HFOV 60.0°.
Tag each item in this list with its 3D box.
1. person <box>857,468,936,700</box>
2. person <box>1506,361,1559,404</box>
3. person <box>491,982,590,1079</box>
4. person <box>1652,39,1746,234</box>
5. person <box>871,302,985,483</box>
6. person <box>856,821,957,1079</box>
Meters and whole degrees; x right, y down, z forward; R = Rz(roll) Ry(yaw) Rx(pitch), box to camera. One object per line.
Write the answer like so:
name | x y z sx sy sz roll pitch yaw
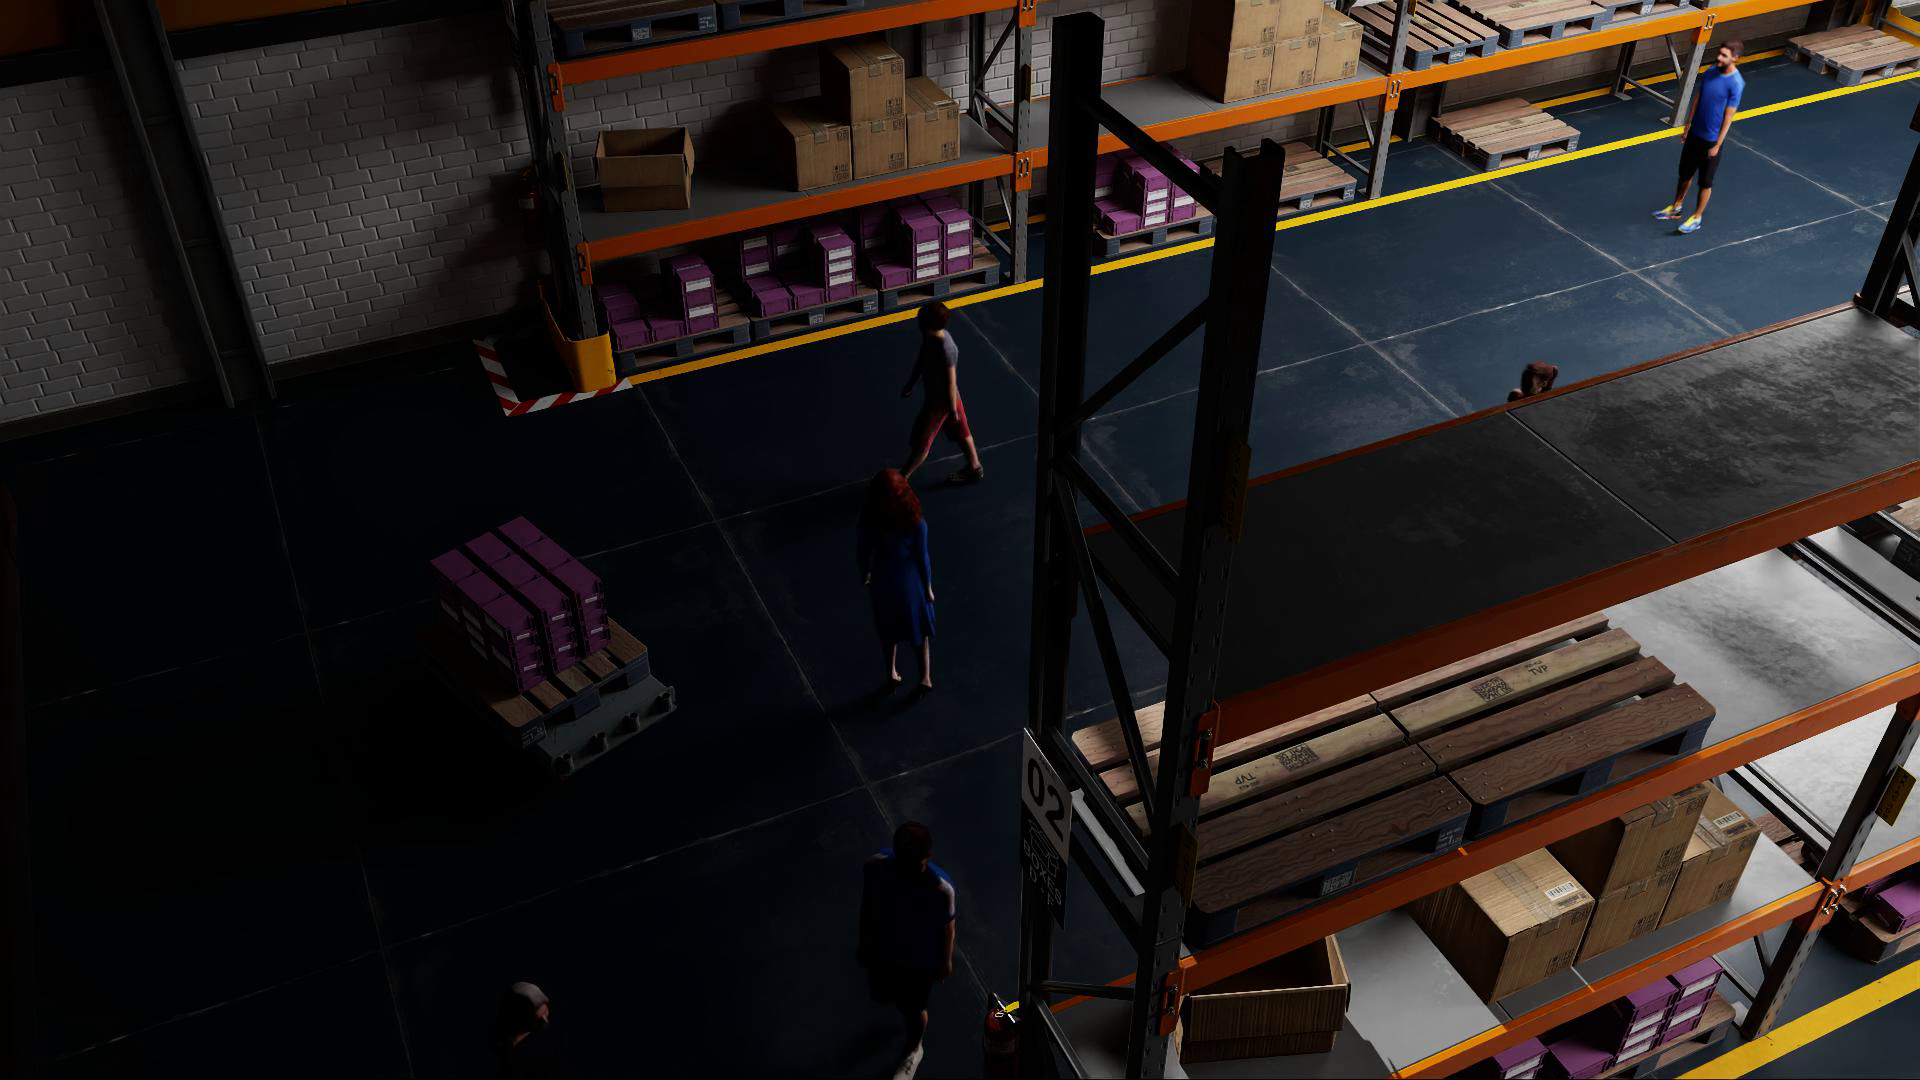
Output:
person | -0.413 0.352 10.545 0.722 1.824 0.817 7 39 9
person | 3.972 -0.545 11.761 1.200 1.707 0.595 -15 41 -18
person | -2.081 2.586 7.865 1.184 1.677 1.129 10 40 12
person | 7.092 -3.846 15.764 0.543 1.870 0.597 -17 42 -20
person | -0.062 -1.067 12.495 1.175 1.607 0.776 -7 39 -8
person | -0.231 2.005 8.455 1.007 1.848 1.073 14 41 17
